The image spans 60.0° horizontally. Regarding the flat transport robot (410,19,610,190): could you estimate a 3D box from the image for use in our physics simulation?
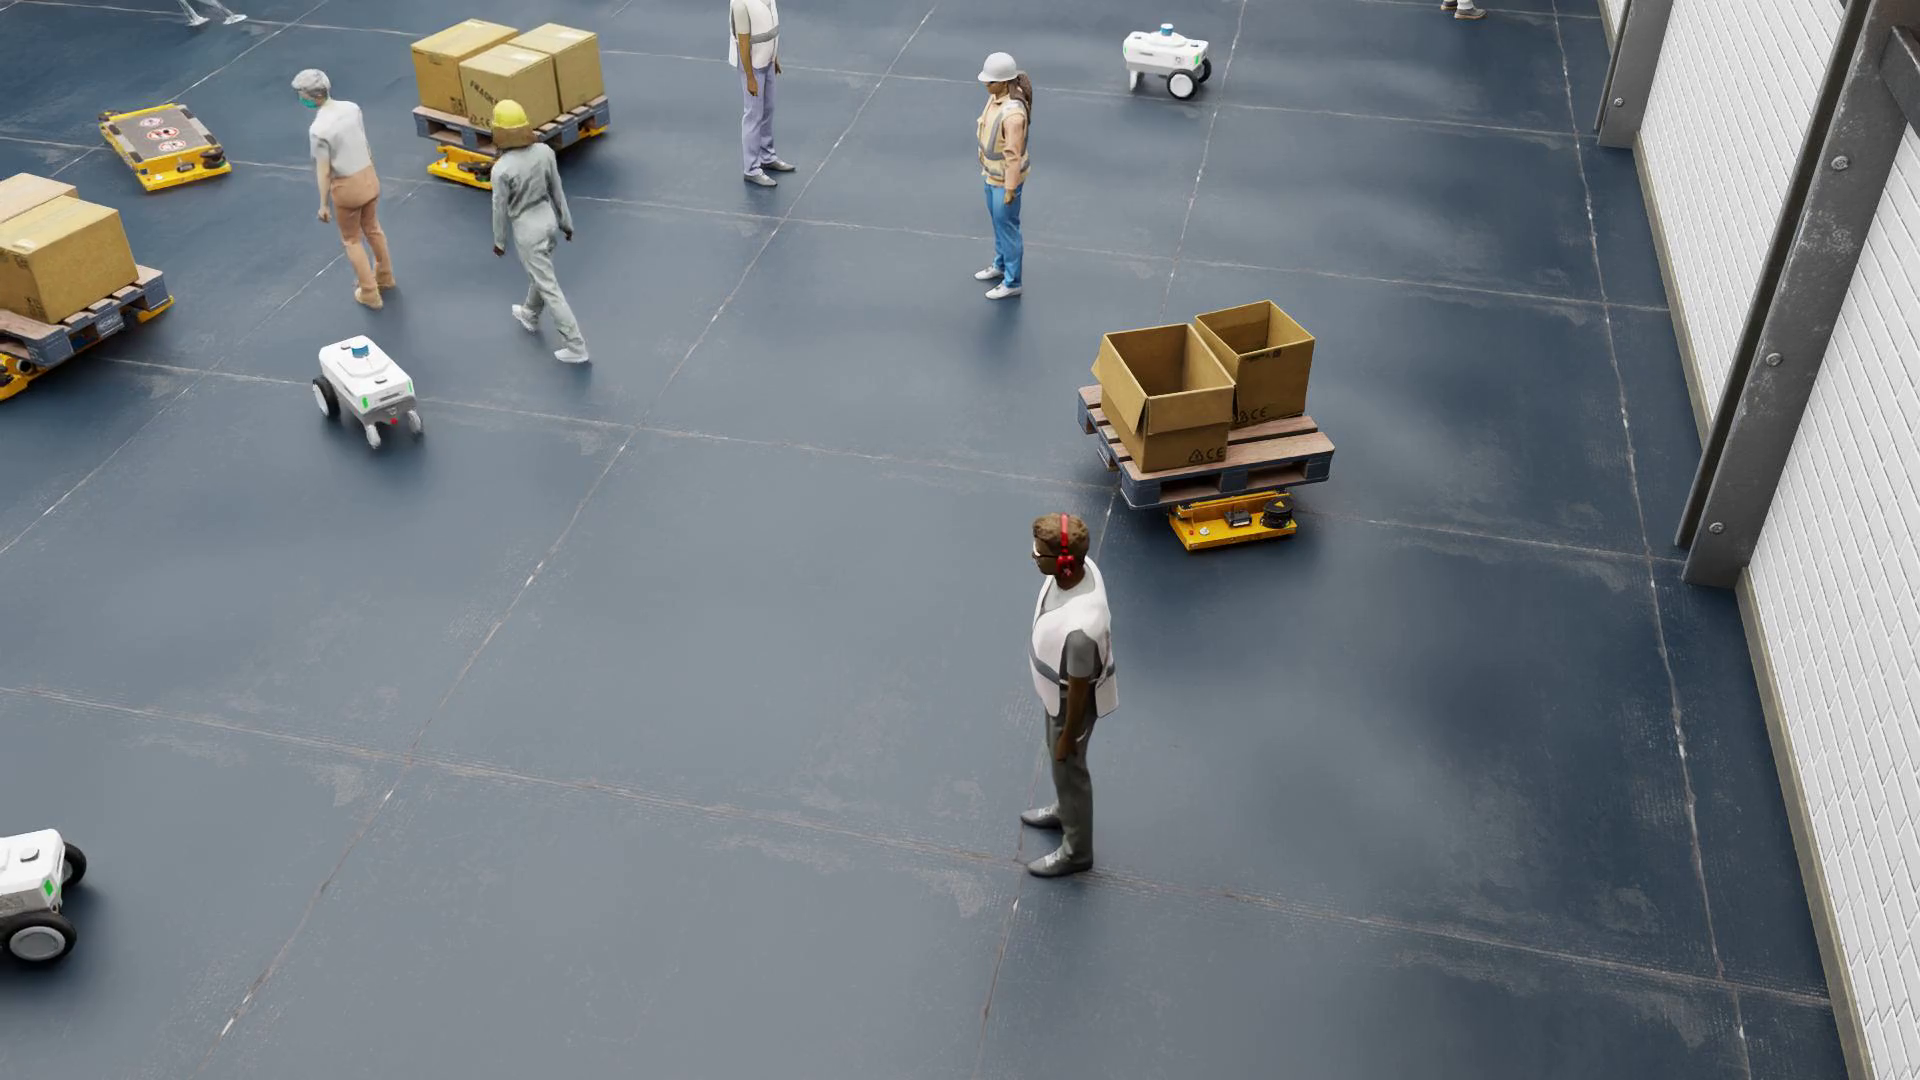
[{"bbox_3d":[-3.603,-3.255,13.574,0.659,0.231,1.431,19,41,24],"label":"flat transport robot"}]

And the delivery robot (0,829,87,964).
[{"bbox_3d":[-4.105,1.484,7.009,0.784,0.612,0.525,-11,38,-14],"label":"delivery robot"}]

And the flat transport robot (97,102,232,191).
[{"bbox_3d":[-6.495,-3.230,13.541,0.659,0.231,1.431,-24,43,-28],"label":"flat transport robot"}]

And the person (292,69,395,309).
[{"bbox_3d":[-4.117,-2.367,11.178,0.432,1.705,0.551,14,39,18],"label":"person"}]

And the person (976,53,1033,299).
[{"bbox_3d":[0.299,-2.484,11.331,0.377,1.723,0.493,-8,38,-11],"label":"person"}]

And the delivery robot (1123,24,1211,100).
[{"bbox_3d":[1.837,-4.219,14.640,0.784,0.613,0.501,14,39,18],"label":"delivery robot"}]

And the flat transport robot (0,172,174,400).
[{"bbox_3d":[-6.056,-1.407,11.101,0.659,0.231,1.431,16,40,21],"label":"flat transport robot"}]

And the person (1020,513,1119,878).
[{"bbox_3d":[0.470,0.658,7.034,0.384,1.833,0.564,-2,37,-3],"label":"person"}]

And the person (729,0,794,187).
[{"bbox_3d":[-1.563,-3.653,12.799,0.392,1.839,0.562,11,38,14],"label":"person"}]

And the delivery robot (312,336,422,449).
[{"bbox_3d":[-3.664,-0.960,10.278,0.499,0.611,0.792,-26,44,-30],"label":"delivery robot"}]

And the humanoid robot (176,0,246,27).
[{"bbox_3d":[-7.233,-5.578,15.473,0.544,1.794,0.828,13,39,17],"label":"humanoid robot"}]

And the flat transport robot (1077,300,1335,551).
[{"bbox_3d":[1.396,-0.455,9.828,0.659,0.231,1.431,-9,38,-12],"label":"flat transport robot"}]

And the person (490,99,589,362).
[{"bbox_3d":[-2.761,-1.996,10.700,0.868,1.694,0.500,23,42,28],"label":"person"}]

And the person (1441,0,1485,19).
[{"bbox_3d":[4.919,-5.940,15.820,0.356,1.884,0.573,-10,38,-13],"label":"person"}]
